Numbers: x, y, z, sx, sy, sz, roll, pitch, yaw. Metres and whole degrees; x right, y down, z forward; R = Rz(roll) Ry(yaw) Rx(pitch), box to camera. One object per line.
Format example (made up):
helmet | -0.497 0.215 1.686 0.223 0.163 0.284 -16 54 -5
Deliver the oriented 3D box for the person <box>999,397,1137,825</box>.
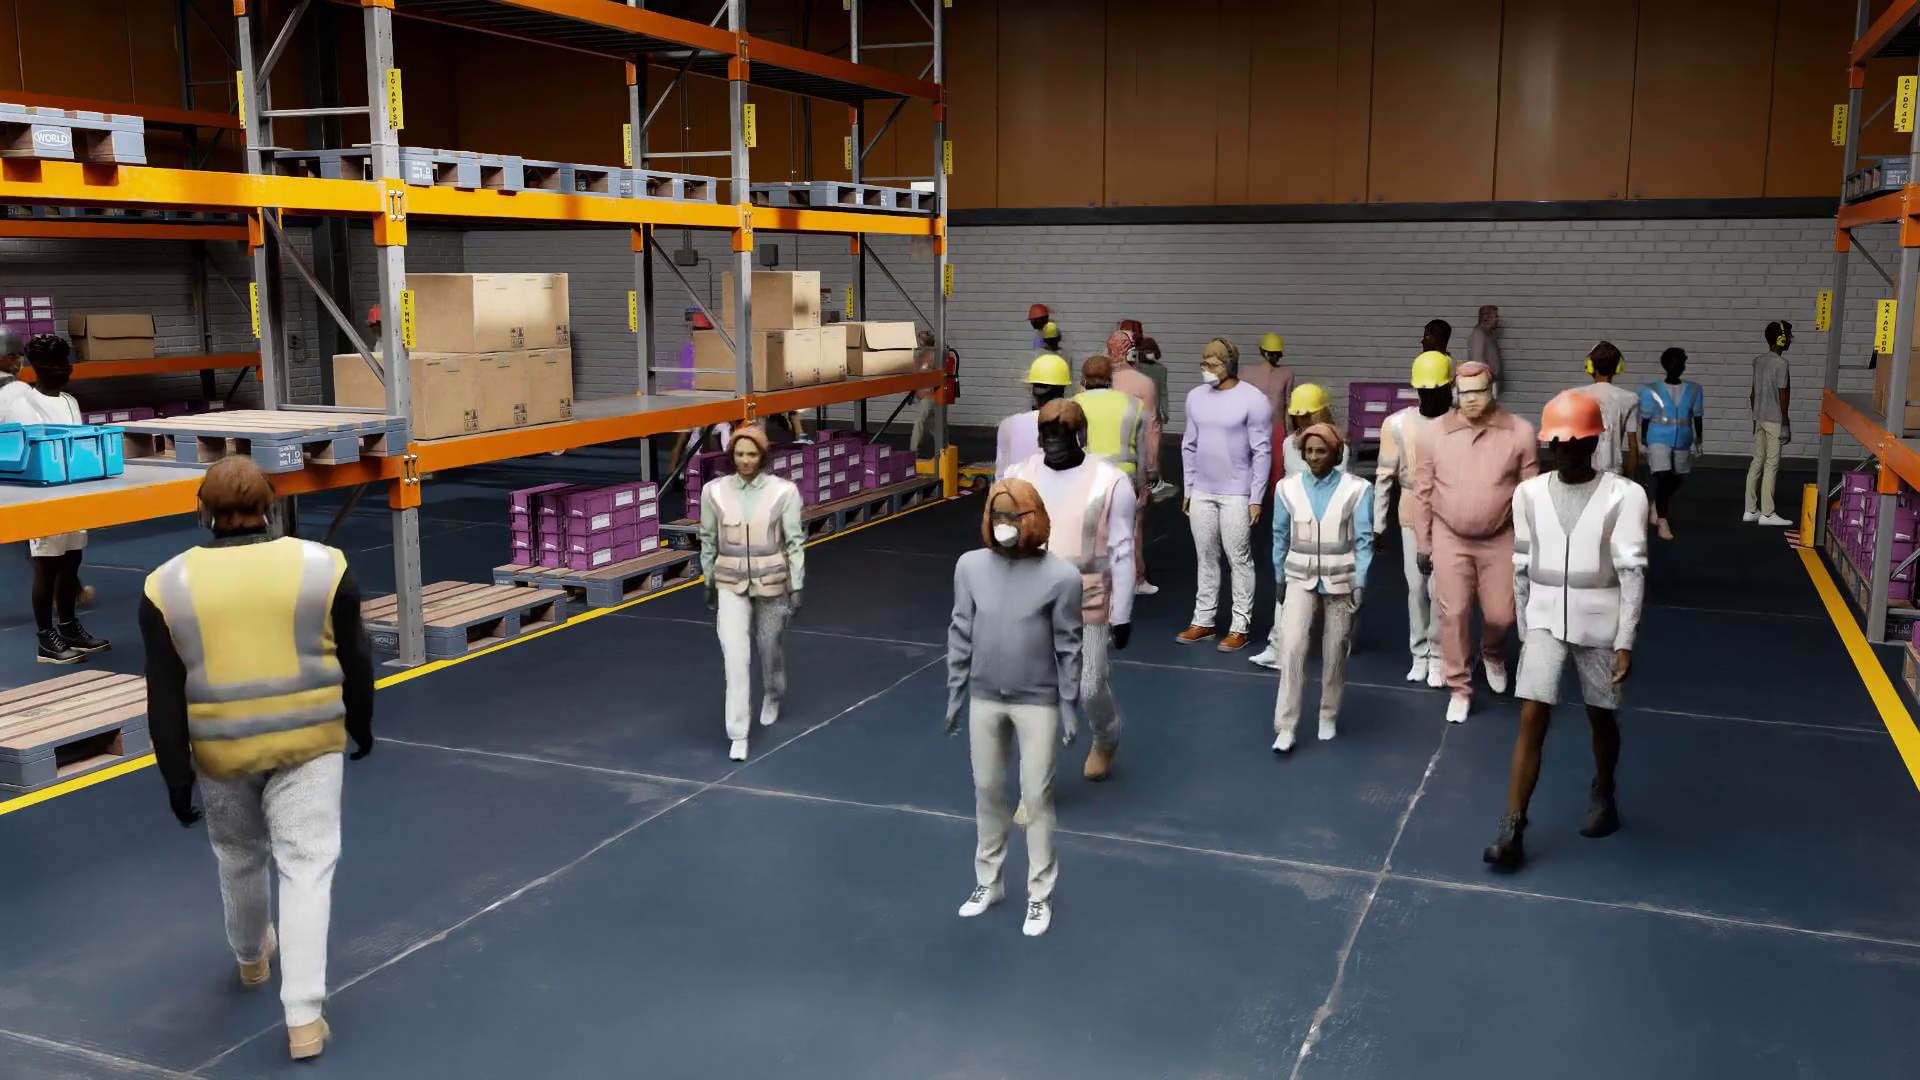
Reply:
person | 0.476 0.272 7.292 0.634 1.817 0.841 4 10 21

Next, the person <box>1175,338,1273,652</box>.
person | 1.624 -0.276 10.251 0.371 1.931 0.629 -9 13 -43

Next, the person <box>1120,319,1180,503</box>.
person | 1.689 -1.265 16.536 0.996 1.829 0.591 -2 10 -14

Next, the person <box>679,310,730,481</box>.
person | -2.825 -1.564 18.201 0.667 1.873 0.794 7 12 37

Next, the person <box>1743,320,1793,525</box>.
person | 7.445 -1.068 15.244 0.328 1.868 0.512 -1 9 -8

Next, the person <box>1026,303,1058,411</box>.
person | 1.115 -2.000 20.796 0.614 1.908 0.557 4 10 21

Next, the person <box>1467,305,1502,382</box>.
person | 6.230 -1.836 19.783 0.403 1.904 0.651 4 10 22

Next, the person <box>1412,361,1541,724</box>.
person | 2.706 -0.003 8.740 0.655 1.885 0.574 3 10 17

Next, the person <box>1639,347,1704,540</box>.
person | 6.238 -0.870 14.663 0.536 1.673 0.775 0 9 2

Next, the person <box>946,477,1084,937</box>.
person | 0.189 0.581 5.957 0.504 1.633 0.275 4 10 23

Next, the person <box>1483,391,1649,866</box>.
person | 2.457 0.343 6.665 0.563 1.885 1.012 7 12 36

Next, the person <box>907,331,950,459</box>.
person | -0.384 -1.693 19.879 0.793 1.617 0.521 -4 10 -22

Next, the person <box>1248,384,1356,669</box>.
person | 2.084 -0.078 9.796 0.925 1.677 0.505 -9 13 -43

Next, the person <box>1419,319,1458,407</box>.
person | 4.032 -0.898 14.055 0.386 1.918 0.596 2 10 10

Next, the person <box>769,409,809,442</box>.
person | -1.986 -1.830 19.370 0.674 2.022 0.561 8 12 40

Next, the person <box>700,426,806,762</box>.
person | -1.023 0.217 8.271 0.522 1.597 0.879 0 9 -2

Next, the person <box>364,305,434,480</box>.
person | -6.250 -1.579 18.120 1.017 1.939 0.641 -7 12 -38

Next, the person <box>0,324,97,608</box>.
person | -6.354 -0.469 11.086 0.686 2.000 1.039 1 9 8

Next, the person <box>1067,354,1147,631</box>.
person | 0.917 -0.318 10.965 0.618 1.799 0.978 1 9 5

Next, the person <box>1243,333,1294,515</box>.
person | 2.892 -1.054 15.560 0.521 1.729 0.808 0 9 -3

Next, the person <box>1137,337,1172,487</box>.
person | 1.952 -1.371 17.861 0.524 1.614 0.606 -6 11 -34

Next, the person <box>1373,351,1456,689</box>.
person | 2.628 -0.108 9.312 0.614 1.895 0.580 5 11 29

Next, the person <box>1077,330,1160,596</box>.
person | 1.163 -0.551 11.986 0.638 1.911 0.402 7 12 36

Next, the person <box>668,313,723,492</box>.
person | -2.743 -1.440 17.487 0.553 1.884 0.985 7 12 36

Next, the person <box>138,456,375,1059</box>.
person | -2.153 0.631 5.186 0.630 1.798 0.925 -3 10 -16

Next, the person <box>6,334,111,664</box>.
person | -5.413 -0.251 9.983 0.361 1.964 0.617 0 9 -1

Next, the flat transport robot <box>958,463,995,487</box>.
flat transport robot | 0.621 -0.683 17.730 1.431 0.197 0.652 3 10 19

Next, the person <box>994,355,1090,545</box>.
person | 0.504 -0.107 9.423 0.599 1.865 1.035 8 12 40

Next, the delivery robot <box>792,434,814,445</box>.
delivery robot | -1.682 -0.899 17.896 0.707 0.478 0.477 -7 12 -37

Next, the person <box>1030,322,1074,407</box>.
person | 1.057 -1.620 18.989 0.545 1.726 0.568 -3 10 -16

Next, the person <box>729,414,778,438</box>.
person | -2.080 -1.307 16.640 0.575 1.883 0.355 -8 12 -40

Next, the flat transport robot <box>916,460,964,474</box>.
flat transport robot | -0.711 -0.765 18.226 1.431 0.197 0.652 3 10 20

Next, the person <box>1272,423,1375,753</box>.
person | 1.741 0.247 8.081 0.513 1.602 0.798 4 10 21

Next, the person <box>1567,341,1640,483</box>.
person | 4.369 -0.437 11.443 0.554 1.852 0.643 3 10 18
